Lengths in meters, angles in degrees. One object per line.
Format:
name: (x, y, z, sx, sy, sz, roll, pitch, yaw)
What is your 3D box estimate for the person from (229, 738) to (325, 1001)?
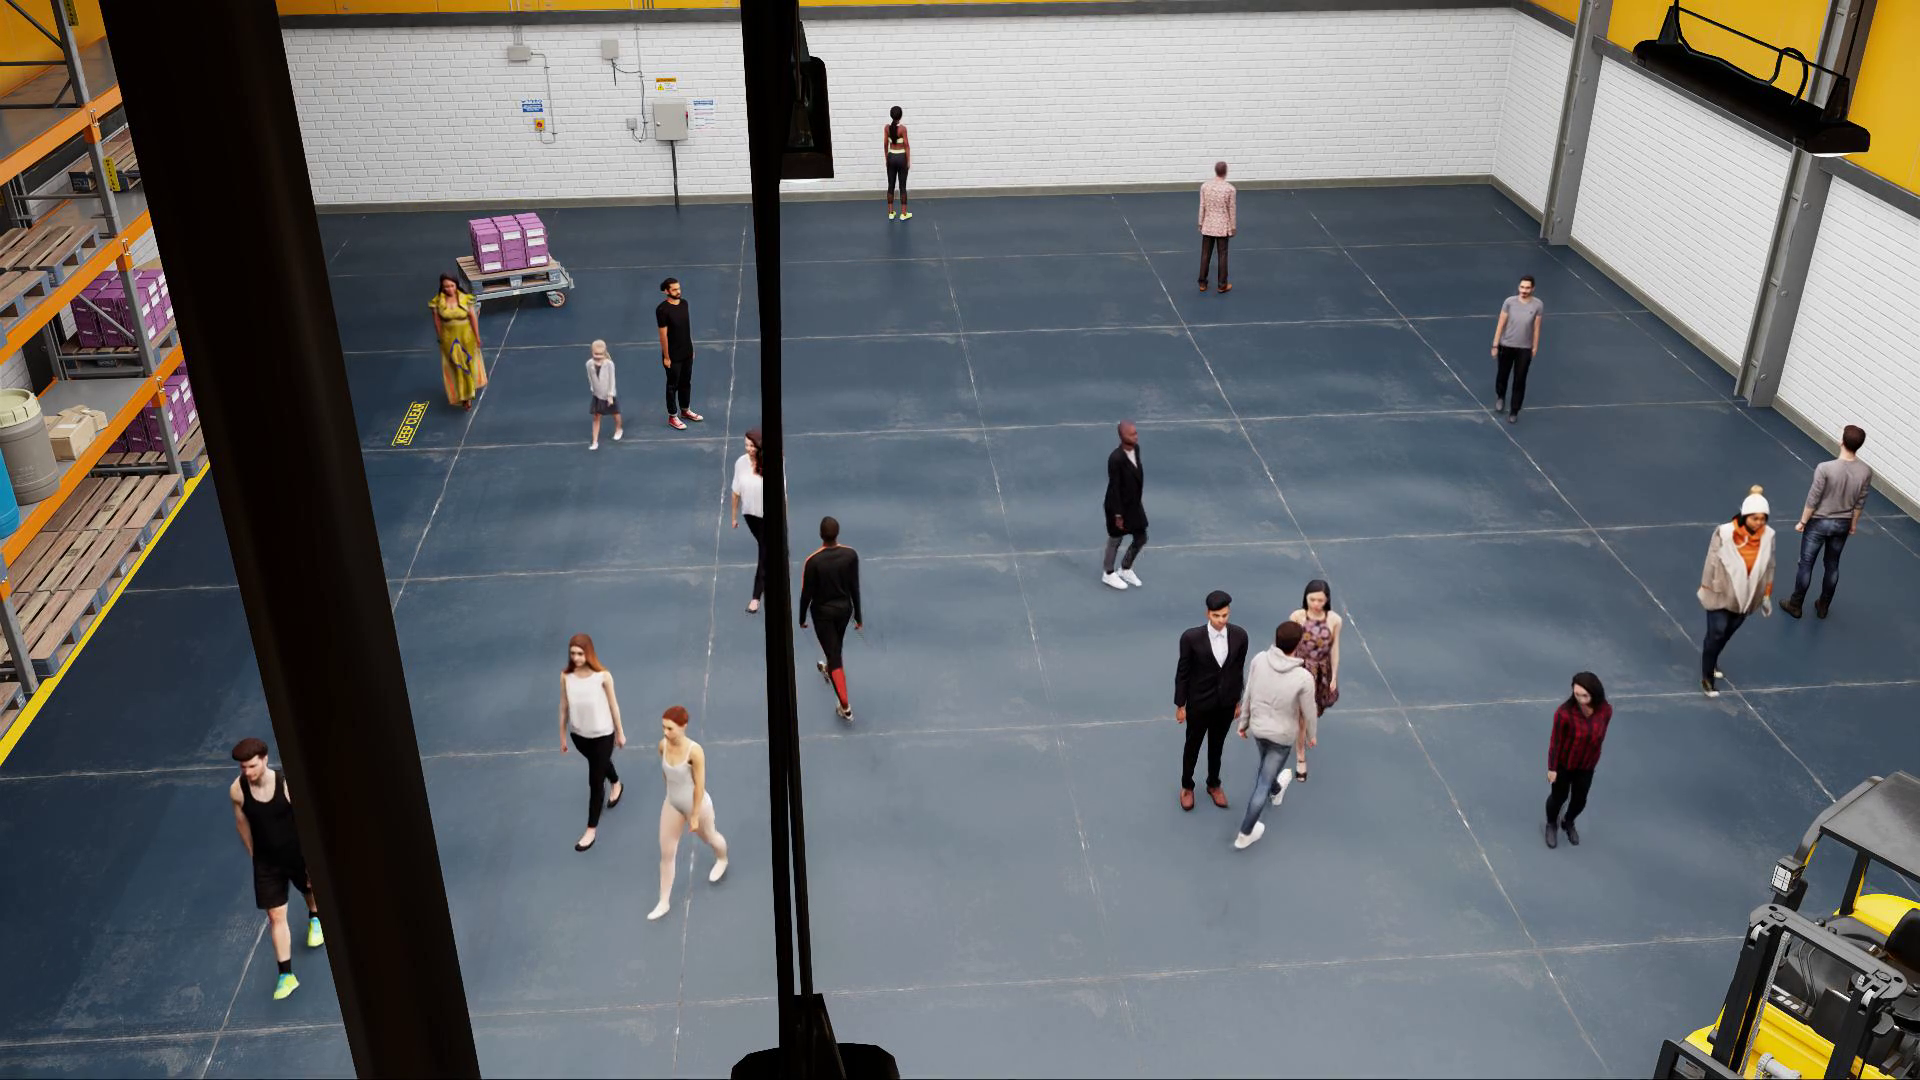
person: (-4.524, 2.067, 11.201, 0.749, 1.837, 1.165, -6, 29, -10)

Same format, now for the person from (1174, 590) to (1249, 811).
person: (1.918, 1.202, 12.737, 0.705, 1.884, 0.562, -4, 29, -8)

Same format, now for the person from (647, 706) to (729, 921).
person: (-1.880, 1.860, 11.832, 0.882, 1.597, 1.106, 12, 31, 21)

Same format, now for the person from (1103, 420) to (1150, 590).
person: (1.468, -0.346, 15.717, 0.850, 1.748, 0.795, 24, 37, 37)

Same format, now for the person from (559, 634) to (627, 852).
person: (-2.744, 1.424, 12.551, 0.849, 1.672, 1.184, 7, 29, 12)

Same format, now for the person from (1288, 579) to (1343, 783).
person: (2.763, 1.056, 13.142, 0.730, 1.754, 0.985, 3, 29, 6)

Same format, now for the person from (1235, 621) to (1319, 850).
person: (2.263, 1.481, 12.308, 1.160, 1.805, 1.239, 20, 35, 33)

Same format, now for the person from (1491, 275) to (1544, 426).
person: (6.431, -2.251, 19.246, 0.964, 1.714, 1.208, 10, 30, 17)

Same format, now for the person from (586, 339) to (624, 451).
person: (-3.959, -1.665, 18.660, 0.617, 1.245, 0.891, 5, 29, 9)

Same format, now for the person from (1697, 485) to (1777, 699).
person: (6.619, 0.359, 14.297, 0.696, 1.871, 0.894, -2, 29, -3)

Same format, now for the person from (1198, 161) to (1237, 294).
person: (3.540, -4.315, 22.928, 0.779, 1.811, 0.778, 13, 31, 22)

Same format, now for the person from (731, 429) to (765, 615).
person: (-1.822, -0.239, 15.531, 0.916, 1.739, 1.196, 9, 30, 15)

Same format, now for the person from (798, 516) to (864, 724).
person: (-1.037, 0.680, 13.825, 0.914, 1.759, 1.267, -12, 31, -21)

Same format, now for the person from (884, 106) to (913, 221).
person: (-0.978, -5.856, 25.811, 0.630, 1.755, 0.631, 9, 30, 16)

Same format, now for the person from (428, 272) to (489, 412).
person: (-5.914, -2.385, 19.607, 1.051, 1.603, 1.440, -12, 31, -21)

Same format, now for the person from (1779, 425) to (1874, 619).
person: (7.951, -0.152, 15.200, 0.713, 1.904, 0.630, 2, 29, 3)

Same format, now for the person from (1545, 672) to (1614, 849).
person: (4.515, 1.595, 12.285, 0.592, 1.628, 0.605, -8, 30, -15)

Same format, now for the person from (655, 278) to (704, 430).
person: (-3.242, -2.160, 19.032, 0.790, 1.758, 0.708, 17, 33, 28)
